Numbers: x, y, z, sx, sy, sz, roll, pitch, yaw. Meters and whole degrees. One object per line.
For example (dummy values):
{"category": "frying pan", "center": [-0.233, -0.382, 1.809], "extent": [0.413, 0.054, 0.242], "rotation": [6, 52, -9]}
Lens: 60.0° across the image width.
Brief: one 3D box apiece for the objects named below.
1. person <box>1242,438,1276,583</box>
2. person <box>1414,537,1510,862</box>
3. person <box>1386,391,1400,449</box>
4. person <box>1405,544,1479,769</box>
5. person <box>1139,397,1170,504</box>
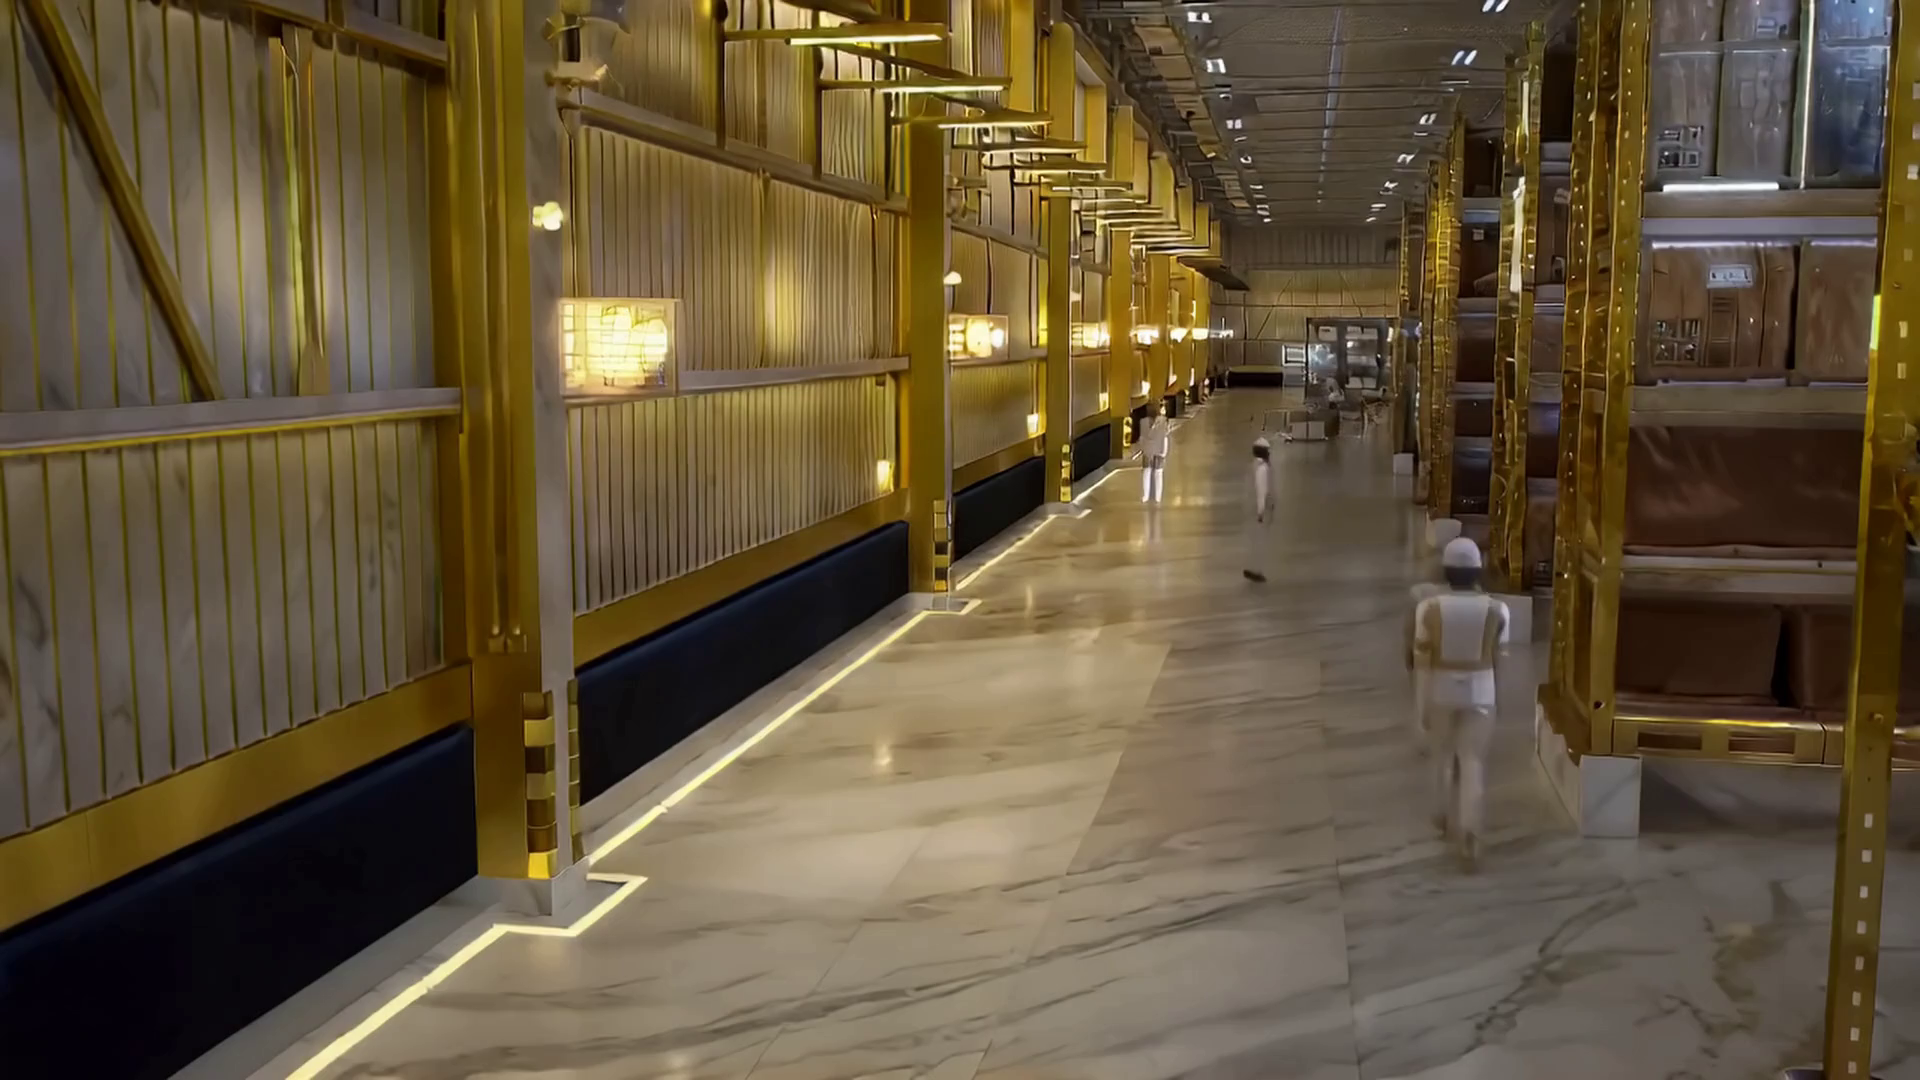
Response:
{"category": "person", "center": [3.730, -0.364, 20.719], "extent": [0.406, 1.783, 0.706], "rotation": [0, 7, -2]}
{"category": "person", "center": [2.985, 0.927, 9.917], "extent": [0.556, 1.893, 1.013], "rotation": [2, 7, 12]}
{"category": "person", "center": [10.319, -2.674, 39.309], "extent": [0.371, 1.737, 0.590], "rotation": [-5, 9, -36]}
{"category": "person", "center": [3.392, 0.841, 11.709], "extent": [0.512, 1.609, 0.755], "rotation": [2, 8, 19]}
{"category": "person", "center": [3.506, -1.613, 30.041], "extent": [0.547, 1.938, 0.379], "rotation": [3, 8, 22]}
